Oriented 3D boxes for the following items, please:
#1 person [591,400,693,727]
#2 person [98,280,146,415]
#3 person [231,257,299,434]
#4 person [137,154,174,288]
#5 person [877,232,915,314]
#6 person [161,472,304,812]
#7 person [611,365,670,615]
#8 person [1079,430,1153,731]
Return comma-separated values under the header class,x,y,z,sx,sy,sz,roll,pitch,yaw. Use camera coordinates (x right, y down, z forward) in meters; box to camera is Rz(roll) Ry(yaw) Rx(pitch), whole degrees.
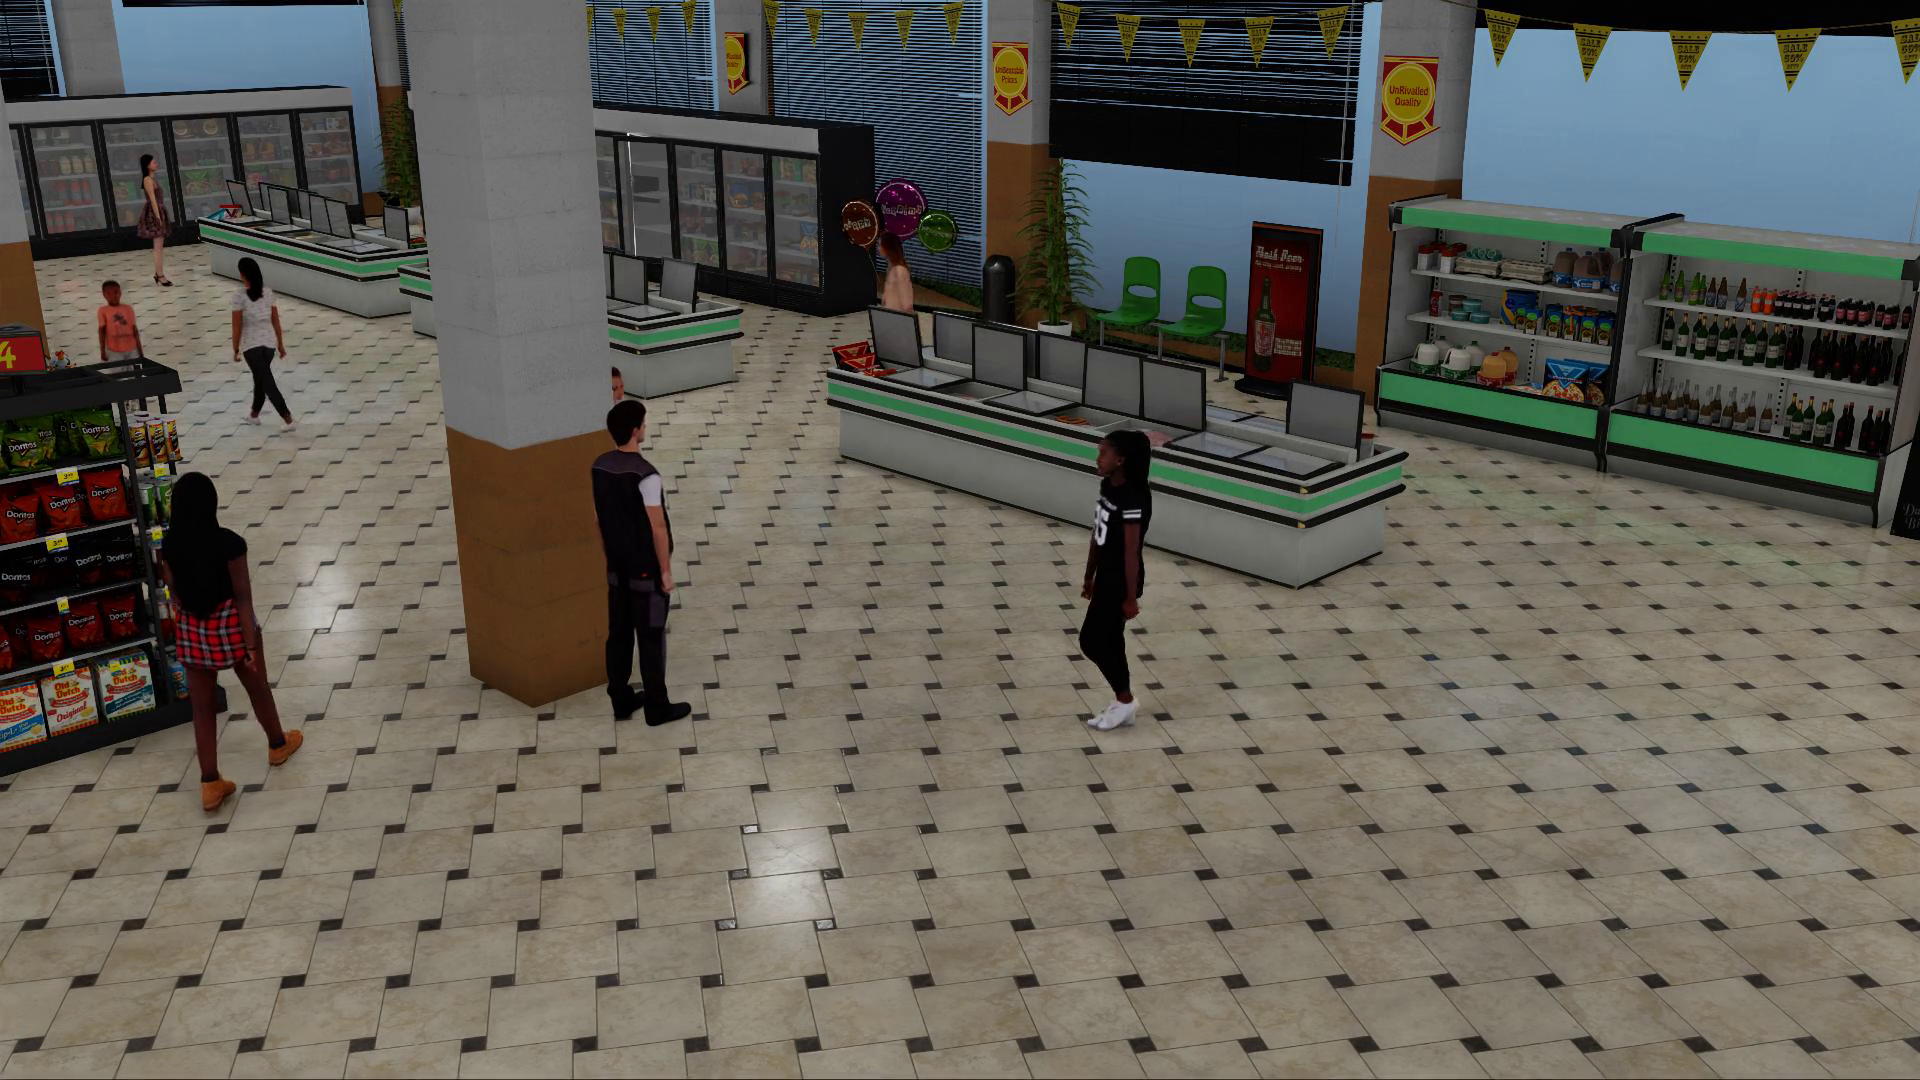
class,x,y,z,sx,sy,sz,roll,pitch,yaw
person,-1.813,0.129,9.267,0.571,1.848,0.742,12,22,32
person,-8.078,-1.863,16.037,0.604,1.298,0.685,-11,22,-30
person,-6.337,-1.726,15.155,1.167,1.601,0.727,12,22,32
person,-10.973,-4.368,22.720,0.826,1.773,0.731,-8,20,-22
person,-0.462,-2.008,15.773,1.116,1.740,1.140,-3,19,-9
person,-3.750,0.534,8.314,1.029,1.690,1.077,1,19,2
person,-2.322,-0.320,10.822,0.610,1.706,0.726,-17,25,-41
person,0.935,0.242,9.134,0.830,1.719,0.750,-4,19,-13
